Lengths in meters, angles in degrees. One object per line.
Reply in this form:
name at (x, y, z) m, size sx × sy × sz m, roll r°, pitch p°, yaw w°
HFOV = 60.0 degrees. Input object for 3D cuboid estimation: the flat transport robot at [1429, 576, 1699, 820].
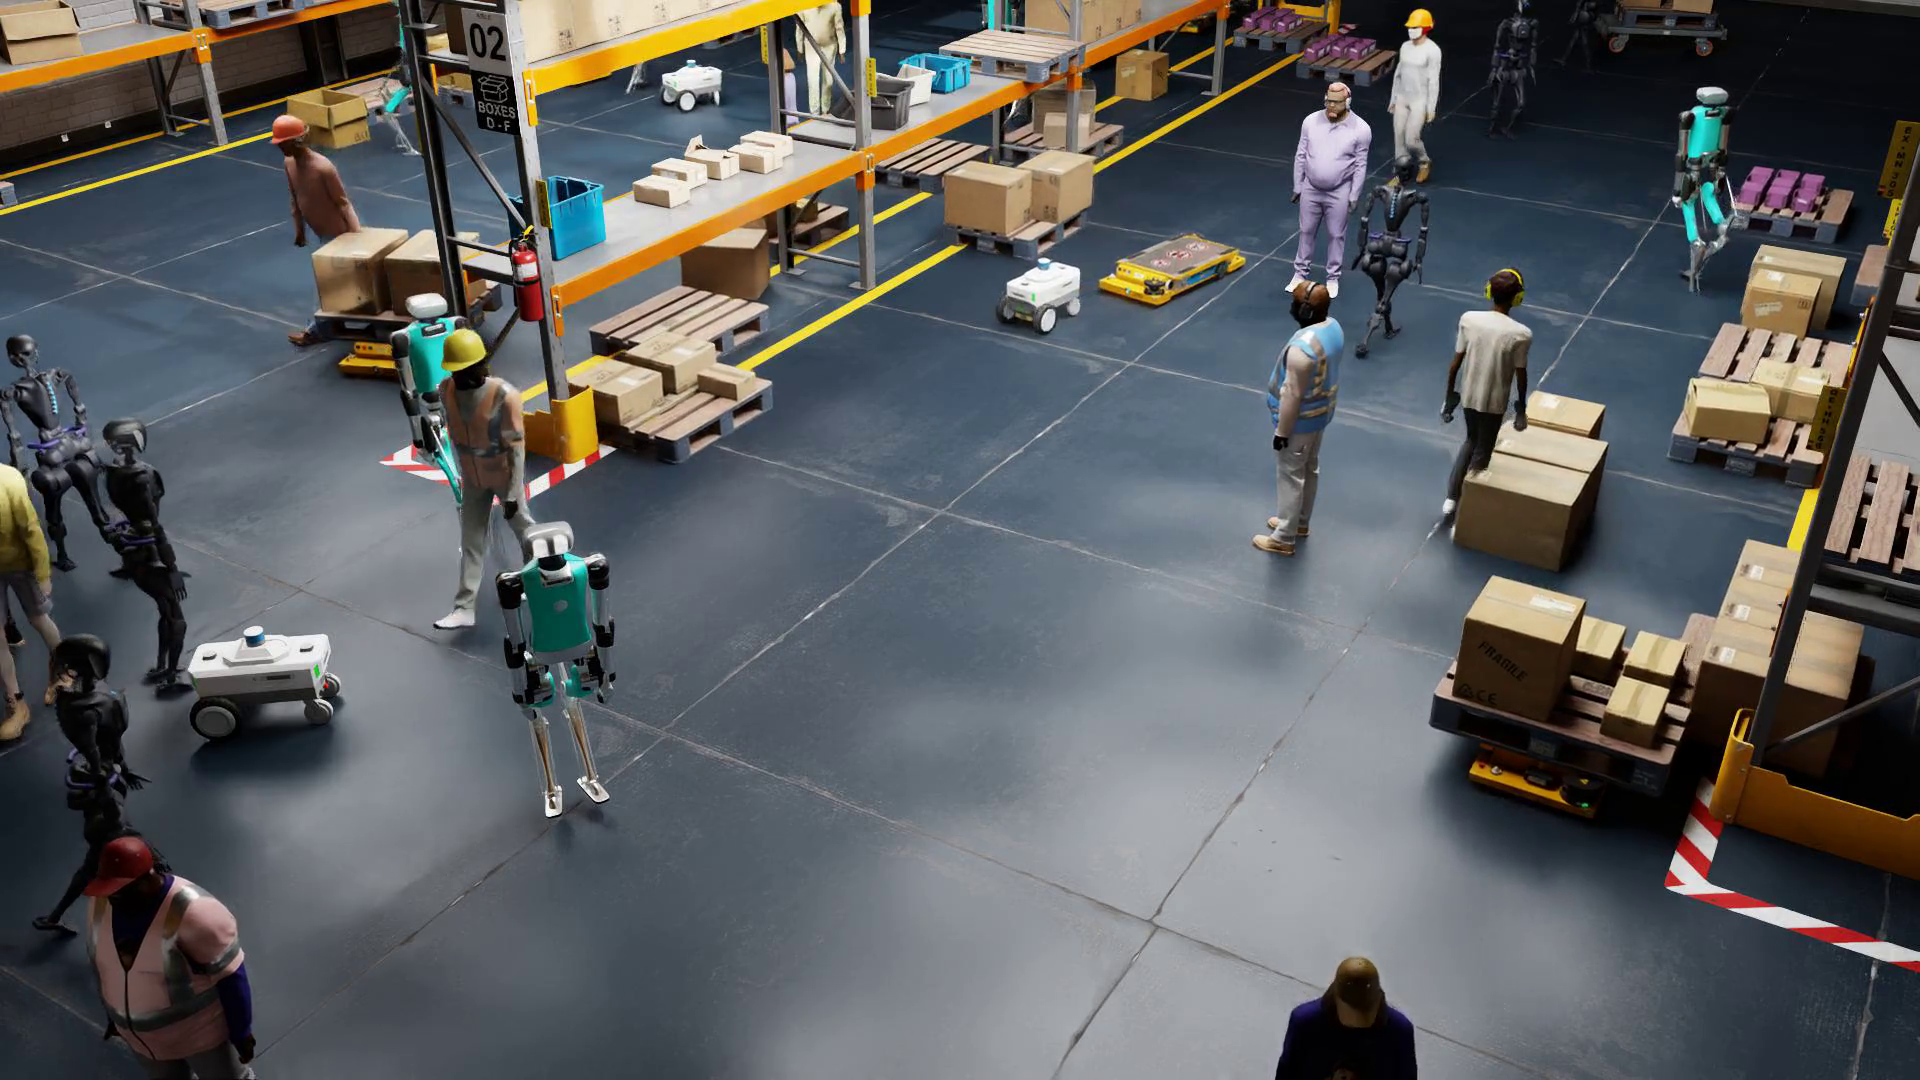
flat transport robot at (3.341, 0.996, 9.180) m, size 0.659 × 0.231 × 1.431 m, roll 17°, pitch 34°, yaw 27°

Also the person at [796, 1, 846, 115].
person at (-1.643, -5.790, 19.699) m, size 0.585 × 1.716 × 0.795 m, roll -2°, pitch 30°, yaw -4°

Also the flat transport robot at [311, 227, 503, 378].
flat transport robot at (-4.600, -1.745, 14.028) m, size 0.659 × 0.231 × 1.431 m, roll 5°, pitch 30°, yaw 8°

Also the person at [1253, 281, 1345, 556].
person at (2.195, -0.789, 10.753) m, size 0.430 × 1.839 × 0.627 m, roll 17°, pitch 34°, yaw 28°

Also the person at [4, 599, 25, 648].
person at (-5.782, -0.131, 9.464) m, size 0.374 × 1.958 × 0.605 m, roll -7°, pitch 30°, yaw -13°

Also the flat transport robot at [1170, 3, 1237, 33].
flat transport robot at (3.532, -7.793, 24.726) m, size 0.659 × 0.231 × 1.431 m, roll 17°, pitch 33°, yaw 27°

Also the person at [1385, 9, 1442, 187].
person at (4.770, -4.607, 17.449) m, size 0.482 × 1.883 × 0.594 m, roll -20°, pitch 35°, yaw -31°

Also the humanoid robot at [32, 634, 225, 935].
humanoid robot at (-3.939, 1.167, 7.526) m, size 0.810 × 1.633 × 0.589 m, roll -12°, pitch 32°, yaw -20°

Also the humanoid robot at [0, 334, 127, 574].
humanoid robot at (-5.650, -0.504, 10.453) m, size 0.745 × 1.611 × 0.589 m, roll 13°, pitch 32°, yaw 21°

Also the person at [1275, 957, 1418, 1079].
person at (1.350, 2.107, 5.873) m, size 0.460 × 1.583 × 0.815 m, roll 1°, pitch 30°, yaw 3°

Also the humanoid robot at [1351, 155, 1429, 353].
humanoid robot at (3.539, -2.351, 13.743) m, size 0.611 × 1.614 × 0.789 m, roll 15°, pitch 33°, yaw 25°

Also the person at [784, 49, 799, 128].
person at (-1.775, -4.182, 16.951) m, size 0.265 × 1.631 × 0.506 m, roll 3°, pitch 30°, yaw 5°

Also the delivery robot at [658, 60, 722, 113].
delivery robot at (-3.325, -5.645, 20.618) m, size 0.746 × 0.575 × 0.514 m, roll -22°, pitch 36°, yaw -33°

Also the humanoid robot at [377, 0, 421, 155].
humanoid robot at (-6.351, -5.203, 18.666) m, size 0.793 × 1.782 × 0.531 m, roll -5°, pitch 30°, yaw -9°

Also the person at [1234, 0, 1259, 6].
person at (4.514, -9.092, 25.554) m, size 0.567 × 1.710 × 0.595 m, roll 16°, pitch 33°, yaw 25°

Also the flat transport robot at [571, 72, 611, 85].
flat transport robot at (-5.367, -6.265, 22.024) m, size 1.431 × 0.231 × 0.659 m, roll 20°, pitch 35°, yaw 31°

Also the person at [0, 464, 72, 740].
person at (-5.204, 0.195, 8.988) m, size 0.522 × 1.856 × 0.791 m, roll -5°, pitch 30°, yaw -8°

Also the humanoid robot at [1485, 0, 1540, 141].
humanoid robot at (6.335, -5.405, 19.070) m, size 0.595 × 1.647 × 0.455 m, roll -8°, pitch 30°, yaw -13°

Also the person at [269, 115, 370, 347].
person at (-5.271, -2.620, 13.904) m, size 0.625 × 1.934 × 1.001 m, roll 26°, pitch 38°, yaw 38°

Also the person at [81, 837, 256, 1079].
person at (-2.930, 1.812, 6.228) m, size 0.605 × 1.754 × 0.418 m, roll 5°, pitch 30°, yaw 9°

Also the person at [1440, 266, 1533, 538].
person at (3.470, -0.892, 10.918) m, size 0.539 × 1.851 × 0.512 m, roll -24°, pitch 37°, yaw -36°

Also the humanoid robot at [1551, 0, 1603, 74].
humanoid robot at (8.233, -7.033, 21.977) m, size 0.705 × 1.634 × 0.585 m, roll 21°, pitch 36°, yaw 33°

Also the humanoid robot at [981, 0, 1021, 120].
humanoid robot at (0.607, -5.860, 19.681) m, size 0.533 × 1.677 × 0.735 m, roll 20°, pitch 35°, yaw 31°

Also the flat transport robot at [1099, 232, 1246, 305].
flat transport robot at (1.982, -2.519, 15.398) m, size 0.659 × 0.231 × 1.431 m, roll 24°, pitch 37°, yaw 36°

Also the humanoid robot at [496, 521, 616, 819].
humanoid robot at (-2.021, 0.575, 8.296) m, size 0.533 × 1.677 × 0.735 m, roll -13°, pitch 32°, yaw -22°

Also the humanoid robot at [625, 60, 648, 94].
humanoid robot at (-4.083, -6.553, 21.053) m, size 0.794 × 1.791 × 0.571 m, roll -26°, pitch 39°, yaw -38°

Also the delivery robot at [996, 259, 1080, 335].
delivery robot at (0.724, -2.153, 14.444) m, size 0.499 × 0.580 × 0.756 m, roll 23°, pitch 36°, yaw 34°

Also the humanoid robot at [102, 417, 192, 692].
humanoid robot at (-4.580, 0.078, 9.376) m, size 0.333 × 1.652 × 0.603 m, roll -23°, pitch 37°, yaw -34°

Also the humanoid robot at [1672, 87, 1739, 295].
humanoid robot at (6.741, -3.048, 14.952) m, size 0.545 × 1.896 × 0.766 m, roll -8°, pitch 31°, yaw -14°

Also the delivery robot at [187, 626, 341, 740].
delivery robot at (-3.917, 0.770, 9.309) m, size 0.811 × 0.613 × 0.499 m, roll -4°, pitch 30°, yaw -8°

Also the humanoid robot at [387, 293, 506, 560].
humanoid robot at (-3.163, -0.592, 10.621) m, size 0.542 × 1.894 × 0.747 m, roll -25°, pitch 38°, yaw -37°

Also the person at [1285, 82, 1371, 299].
person at (3.252, -3.097, 14.758) m, size 0.642 × 1.908 × 0.414 m, roll 13°, pitch 32°, yaw 22°

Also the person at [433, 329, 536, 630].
person at (-2.852, -0.352, 9.925) m, size 0.593 × 1.882 × 0.953 m, roll 10°, pitch 31°, yaw 16°
